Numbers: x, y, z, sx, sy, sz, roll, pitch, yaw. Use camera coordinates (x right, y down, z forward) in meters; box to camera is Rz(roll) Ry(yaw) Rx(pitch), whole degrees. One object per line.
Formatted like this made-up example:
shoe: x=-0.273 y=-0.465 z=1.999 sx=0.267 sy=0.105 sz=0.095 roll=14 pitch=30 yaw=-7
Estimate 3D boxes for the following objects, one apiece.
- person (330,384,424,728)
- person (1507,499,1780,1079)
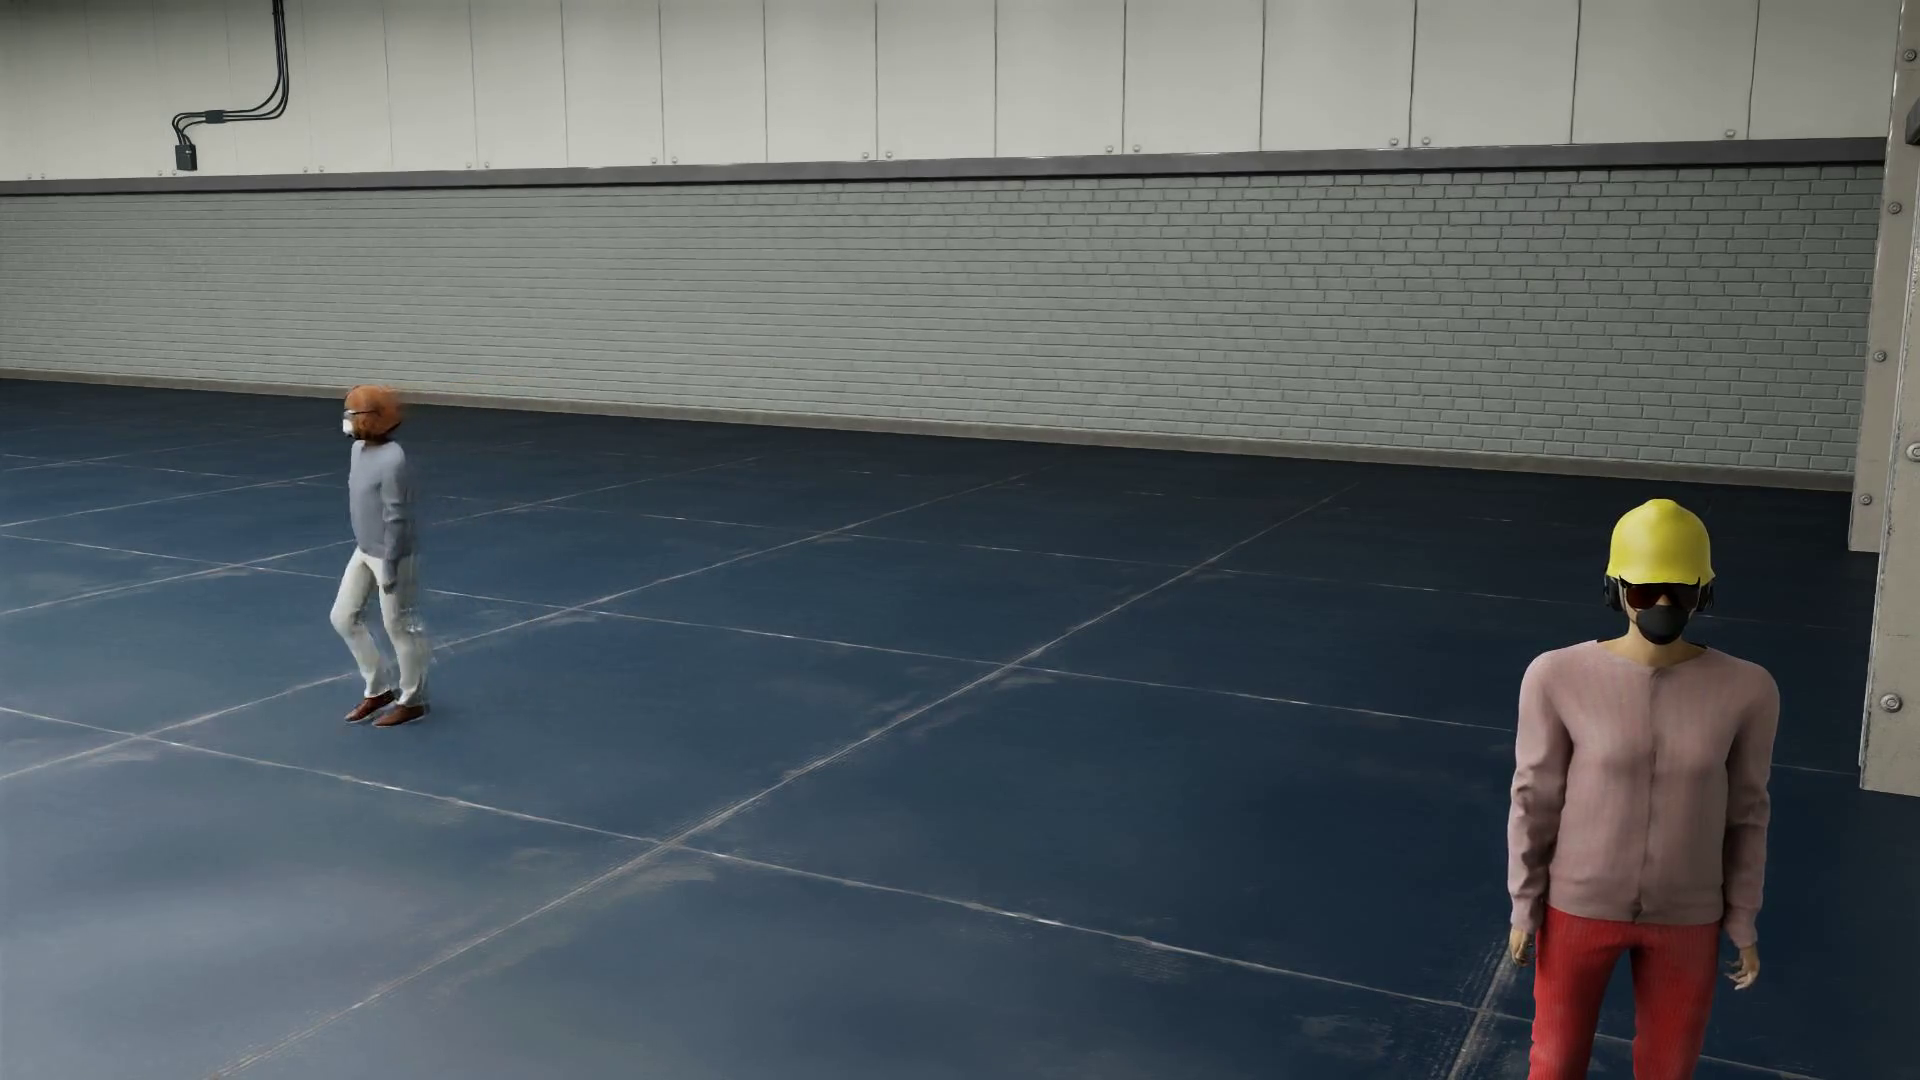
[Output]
person: x=-2.728 y=0.087 z=7.694 sx=0.469 sy=1.614 sz=0.536 roll=-9 pitch=14 yaw=-41
person: x=1.421 y=0.786 z=3.509 sx=0.528 sy=1.768 sz=0.313 roll=2 pitch=11 yaw=8
